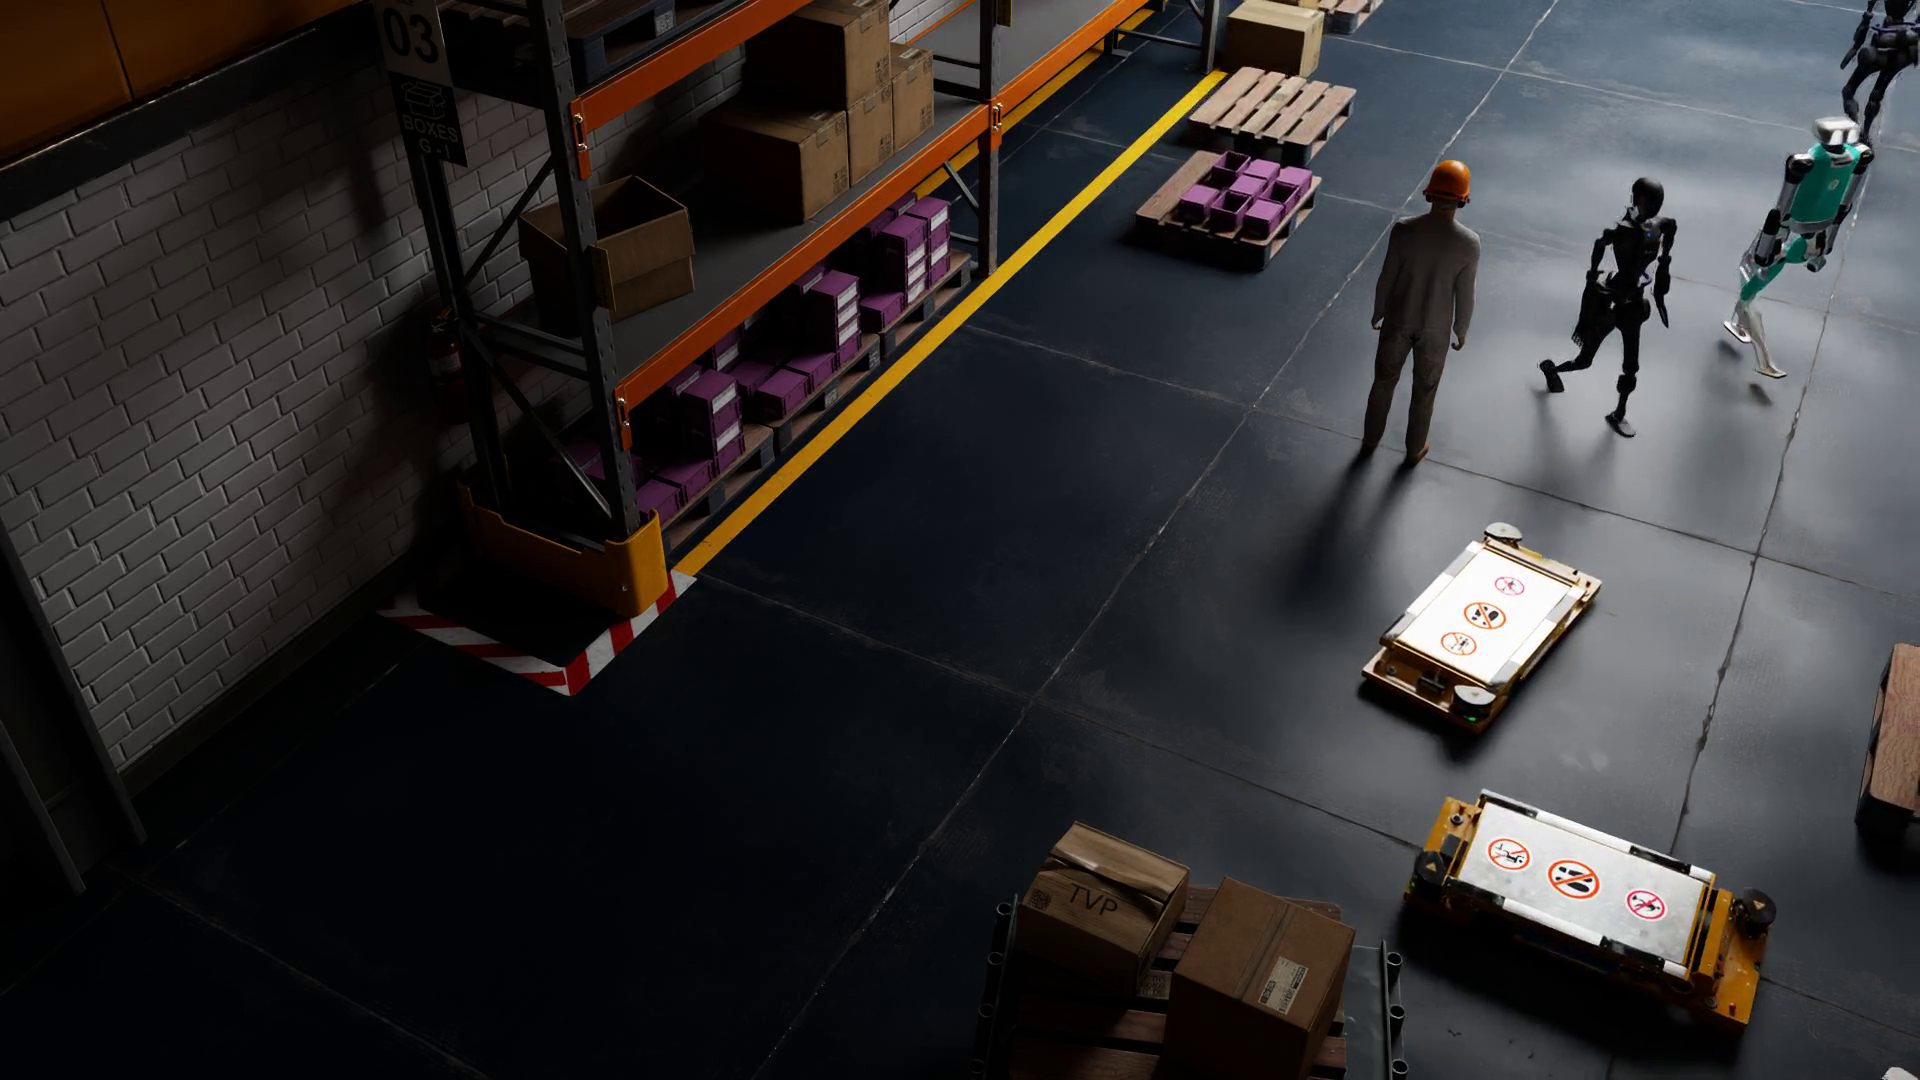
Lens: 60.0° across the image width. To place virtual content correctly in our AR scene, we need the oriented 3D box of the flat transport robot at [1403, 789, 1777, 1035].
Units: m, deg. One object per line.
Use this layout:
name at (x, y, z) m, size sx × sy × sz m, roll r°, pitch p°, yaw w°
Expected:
flat transport robot at (2.737, 1.575, 7.250) m, size 1.431 × 0.231 × 0.659 m, roll 19°, pitch 42°, yaw 22°

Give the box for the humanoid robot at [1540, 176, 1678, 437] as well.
humanoid robot at (3.926, -1.455, 9.942) m, size 0.601 × 1.632 × 0.711 m, roll -10°, pitch 40°, yaw -13°

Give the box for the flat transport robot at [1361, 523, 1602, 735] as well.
flat transport robot at (2.748, 0.431, 8.681) m, size 0.659 × 0.231 × 1.431 m, roll 28°, pitch 46°, yaw 30°

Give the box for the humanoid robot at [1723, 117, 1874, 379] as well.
humanoid robot at (5.121, -1.879, 10.392) m, size 0.554 × 1.735 × 1.007 m, roll -8°, pitch 39°, yaw -10°

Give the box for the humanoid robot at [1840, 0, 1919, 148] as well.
humanoid robot at (7.196, -3.847, 12.902) m, size 0.613 × 1.635 × 0.365 m, roll -6°, pitch 39°, yaw -7°

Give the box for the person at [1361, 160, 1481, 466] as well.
person at (2.644, -1.283, 9.536) m, size 0.554 × 1.890 × 0.391 m, roll 13°, pitch 41°, yaw 16°

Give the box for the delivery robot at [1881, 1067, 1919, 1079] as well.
delivery robot at (3.635, 2.314, 6.105) m, size 0.499 × 0.603 × 0.803 m, roll -28°, pitch 46°, yaw -30°
